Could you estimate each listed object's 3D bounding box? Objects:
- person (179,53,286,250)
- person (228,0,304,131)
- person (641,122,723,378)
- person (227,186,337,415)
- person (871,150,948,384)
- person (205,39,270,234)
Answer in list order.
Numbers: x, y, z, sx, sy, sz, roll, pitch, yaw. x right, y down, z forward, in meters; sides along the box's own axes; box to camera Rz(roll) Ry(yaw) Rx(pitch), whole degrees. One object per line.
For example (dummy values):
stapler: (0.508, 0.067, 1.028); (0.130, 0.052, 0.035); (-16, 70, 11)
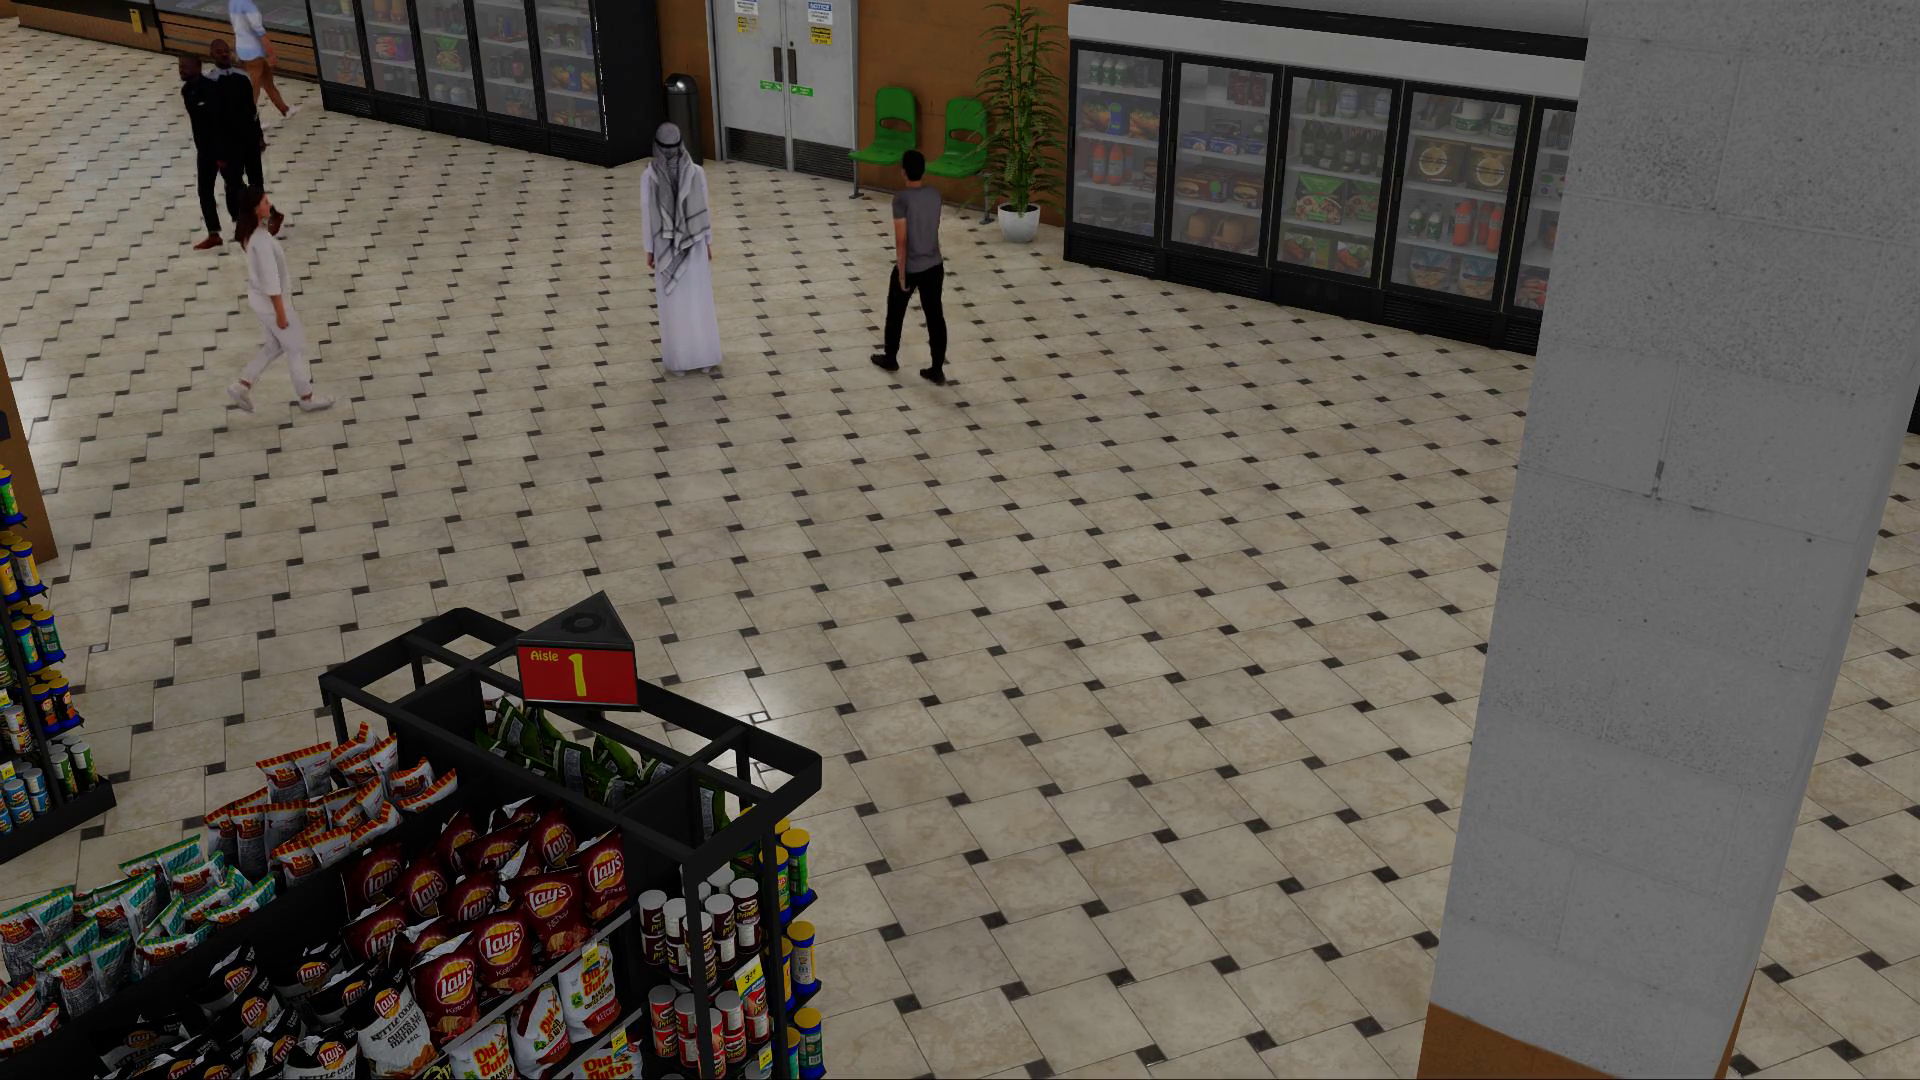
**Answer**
person: (-6.824, -3.614, 15.468); (0.711, 1.792, 1.124); (16, 31, 28)
person: (-8.439, -5.737, 19.656); (0.832, 1.790, 1.106); (24, 35, 39)
person: (-2.101, -2.174, 12.480); (0.778, 1.926, 0.861); (-9, 28, -16)
person: (-4.929, -1.657, 11.742); (0.997, 1.672, 0.742); (-21, 34, -35)
person: (-0.262, -1.991, 12.335); (0.941, 1.731, 0.857); (-17, 31, -30)
person: (-6.937, -3.877, 15.948); (0.748, 1.828, 0.517); (22, 35, 37)
